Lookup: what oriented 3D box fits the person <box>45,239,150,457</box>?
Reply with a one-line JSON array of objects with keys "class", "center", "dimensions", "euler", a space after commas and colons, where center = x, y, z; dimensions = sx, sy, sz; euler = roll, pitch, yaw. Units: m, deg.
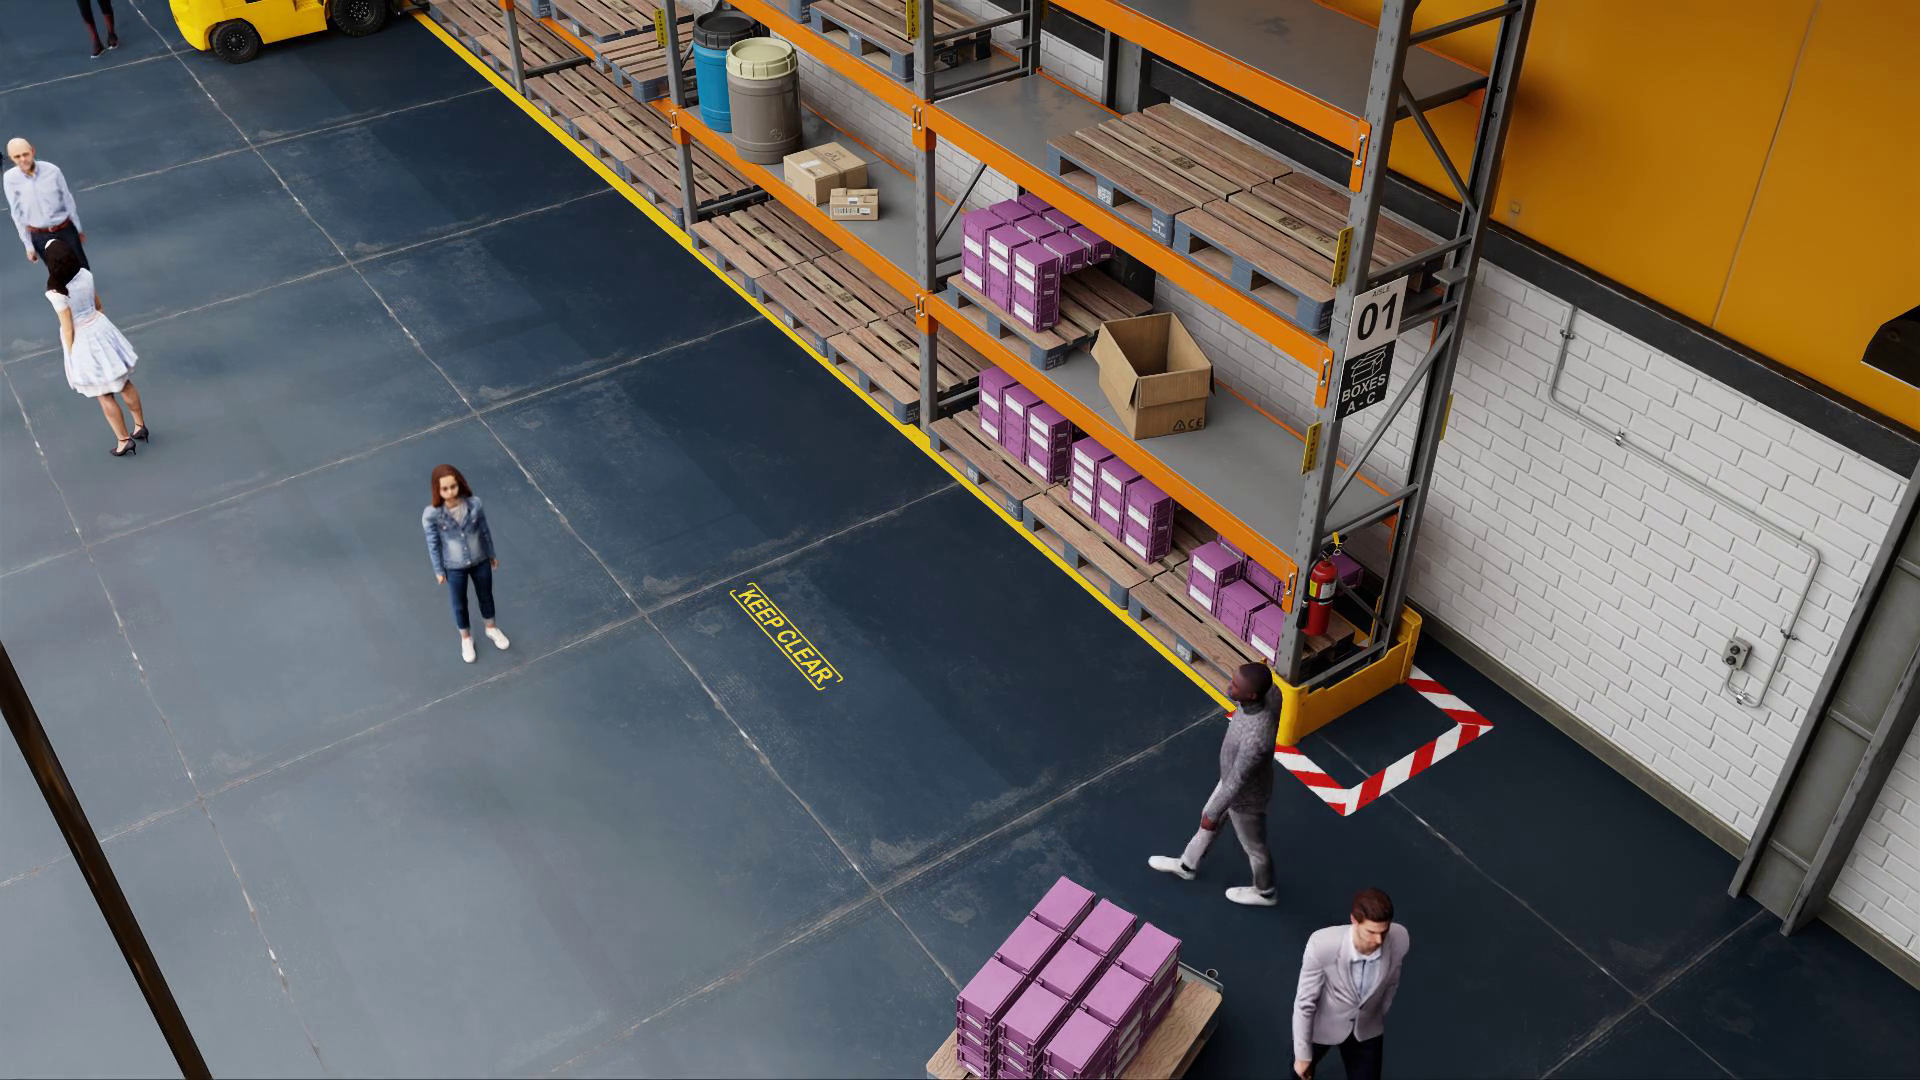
[{"class": "person", "center": [-6.511, -1.441, 12.521], "dimensions": [0.909, 1.819, 0.856], "euler": [11, 40, 13]}]

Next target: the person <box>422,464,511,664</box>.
[{"class": "person", "center": [-3.224, 0.128, 10.830], "dimensions": [0.564, 1.477, 0.500], "euler": [-21, 43, -24]}]

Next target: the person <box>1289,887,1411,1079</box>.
[{"class": "person", "center": [1.784, 2.220, 7.932], "dimensions": [1.005, 1.823, 1.141], "euler": [-2, 39, -2]}]

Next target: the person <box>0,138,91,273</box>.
[{"class": "person", "center": [-7.618, -2.563, 13.958], "dimensions": [0.658, 1.779, 0.694], "euler": [-21, 43, -25]}]

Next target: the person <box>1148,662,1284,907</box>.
[{"class": "person", "center": [1.649, 1.366, 9.012], "dimensions": [1.130, 1.810, 1.068], "euler": [7, 39, 9]}]
